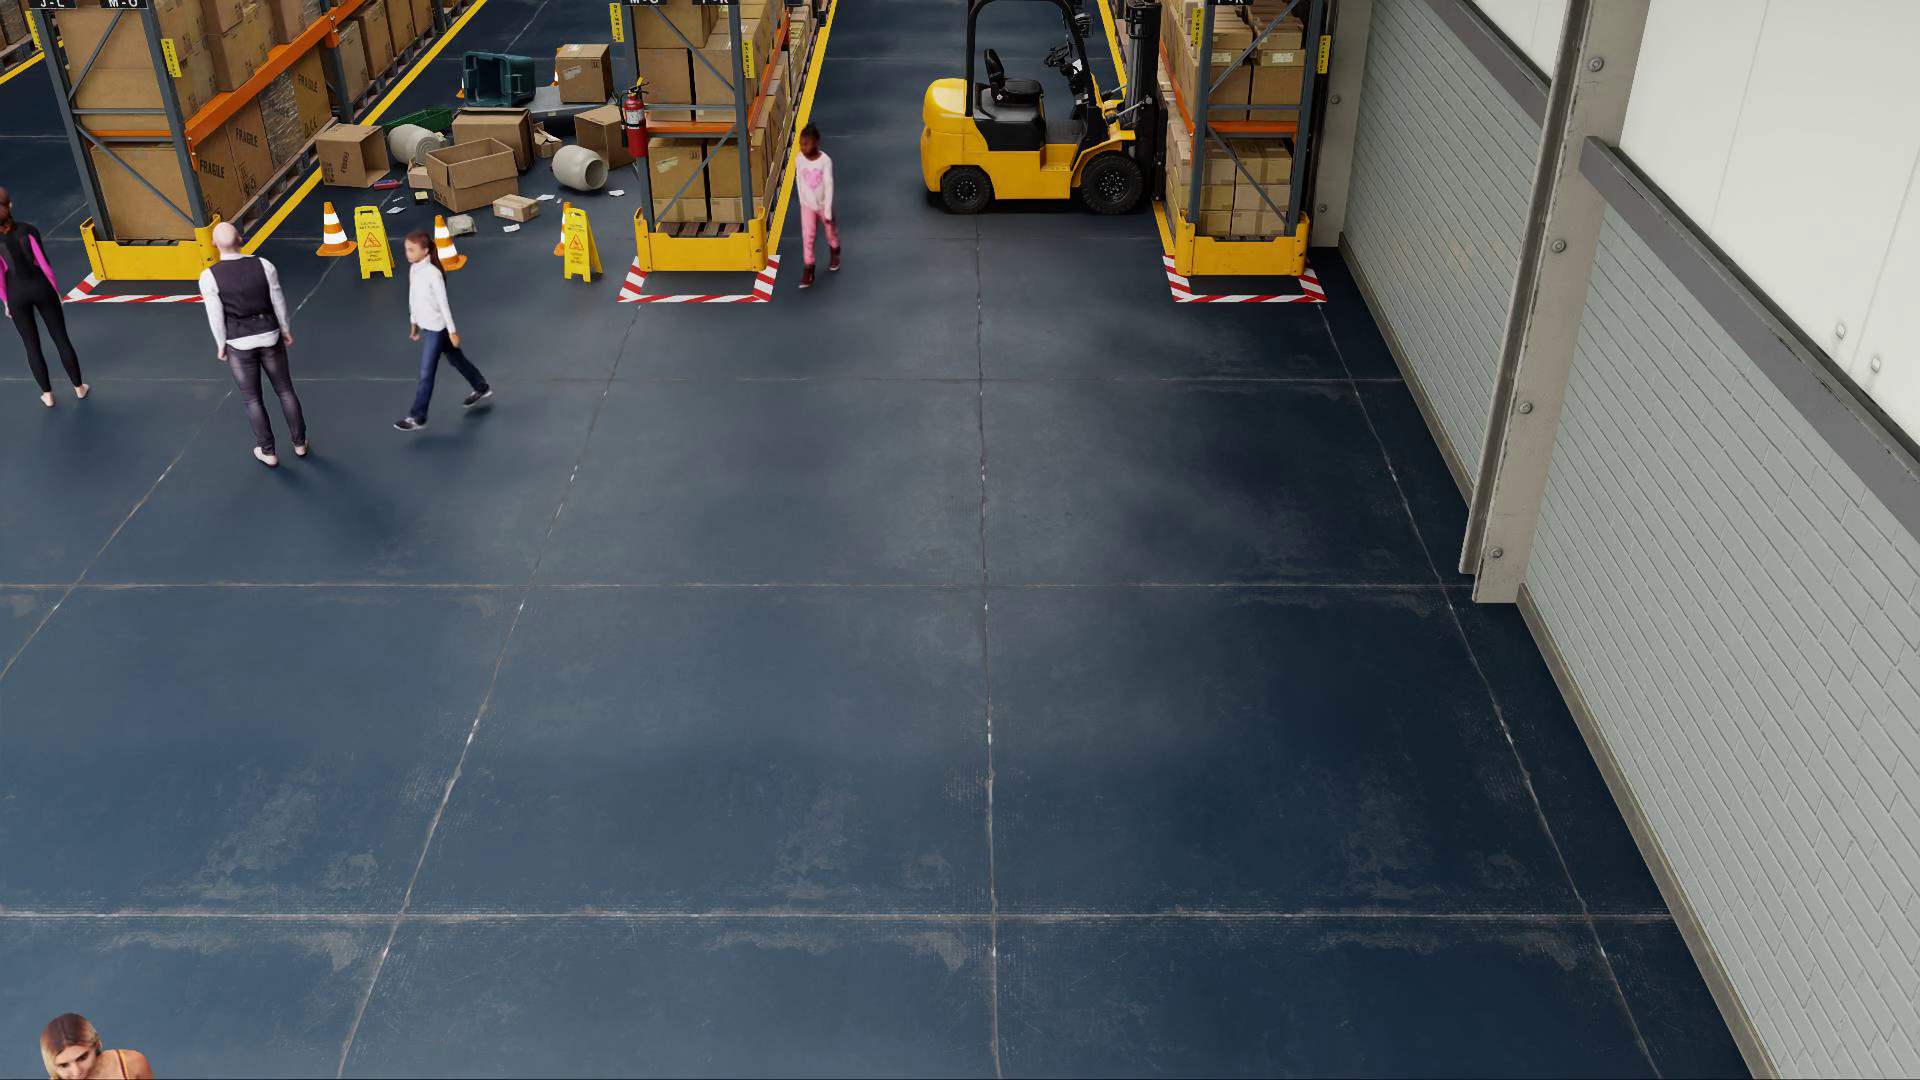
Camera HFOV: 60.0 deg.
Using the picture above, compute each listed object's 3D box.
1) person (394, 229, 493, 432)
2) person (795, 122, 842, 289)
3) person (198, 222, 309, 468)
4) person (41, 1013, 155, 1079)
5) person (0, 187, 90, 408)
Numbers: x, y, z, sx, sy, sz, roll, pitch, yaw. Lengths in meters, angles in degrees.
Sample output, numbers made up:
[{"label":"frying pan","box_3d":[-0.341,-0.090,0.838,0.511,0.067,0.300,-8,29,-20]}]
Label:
[{"label":"person","box_3d":[-3.884,-1.613,12.549,1.024,1.509,1.105,27,41,36]},{"label":"person","box_3d":[-1.242,-3.030,14.881,0.728,1.416,1.061,8,33,13]},{"label":"person","box_3d":[-5.065,-1.402,11.920,0.778,1.822,0.804,-22,38,-31]},{"label":"person","box_3d":[-3.099,2.345,6.162,0.645,1.627,0.695,-26,40,-35]},{"label":"person","box_3d":[-7.110,-1.865,12.720,0.662,1.752,0.701,-17,36,-25]}]
